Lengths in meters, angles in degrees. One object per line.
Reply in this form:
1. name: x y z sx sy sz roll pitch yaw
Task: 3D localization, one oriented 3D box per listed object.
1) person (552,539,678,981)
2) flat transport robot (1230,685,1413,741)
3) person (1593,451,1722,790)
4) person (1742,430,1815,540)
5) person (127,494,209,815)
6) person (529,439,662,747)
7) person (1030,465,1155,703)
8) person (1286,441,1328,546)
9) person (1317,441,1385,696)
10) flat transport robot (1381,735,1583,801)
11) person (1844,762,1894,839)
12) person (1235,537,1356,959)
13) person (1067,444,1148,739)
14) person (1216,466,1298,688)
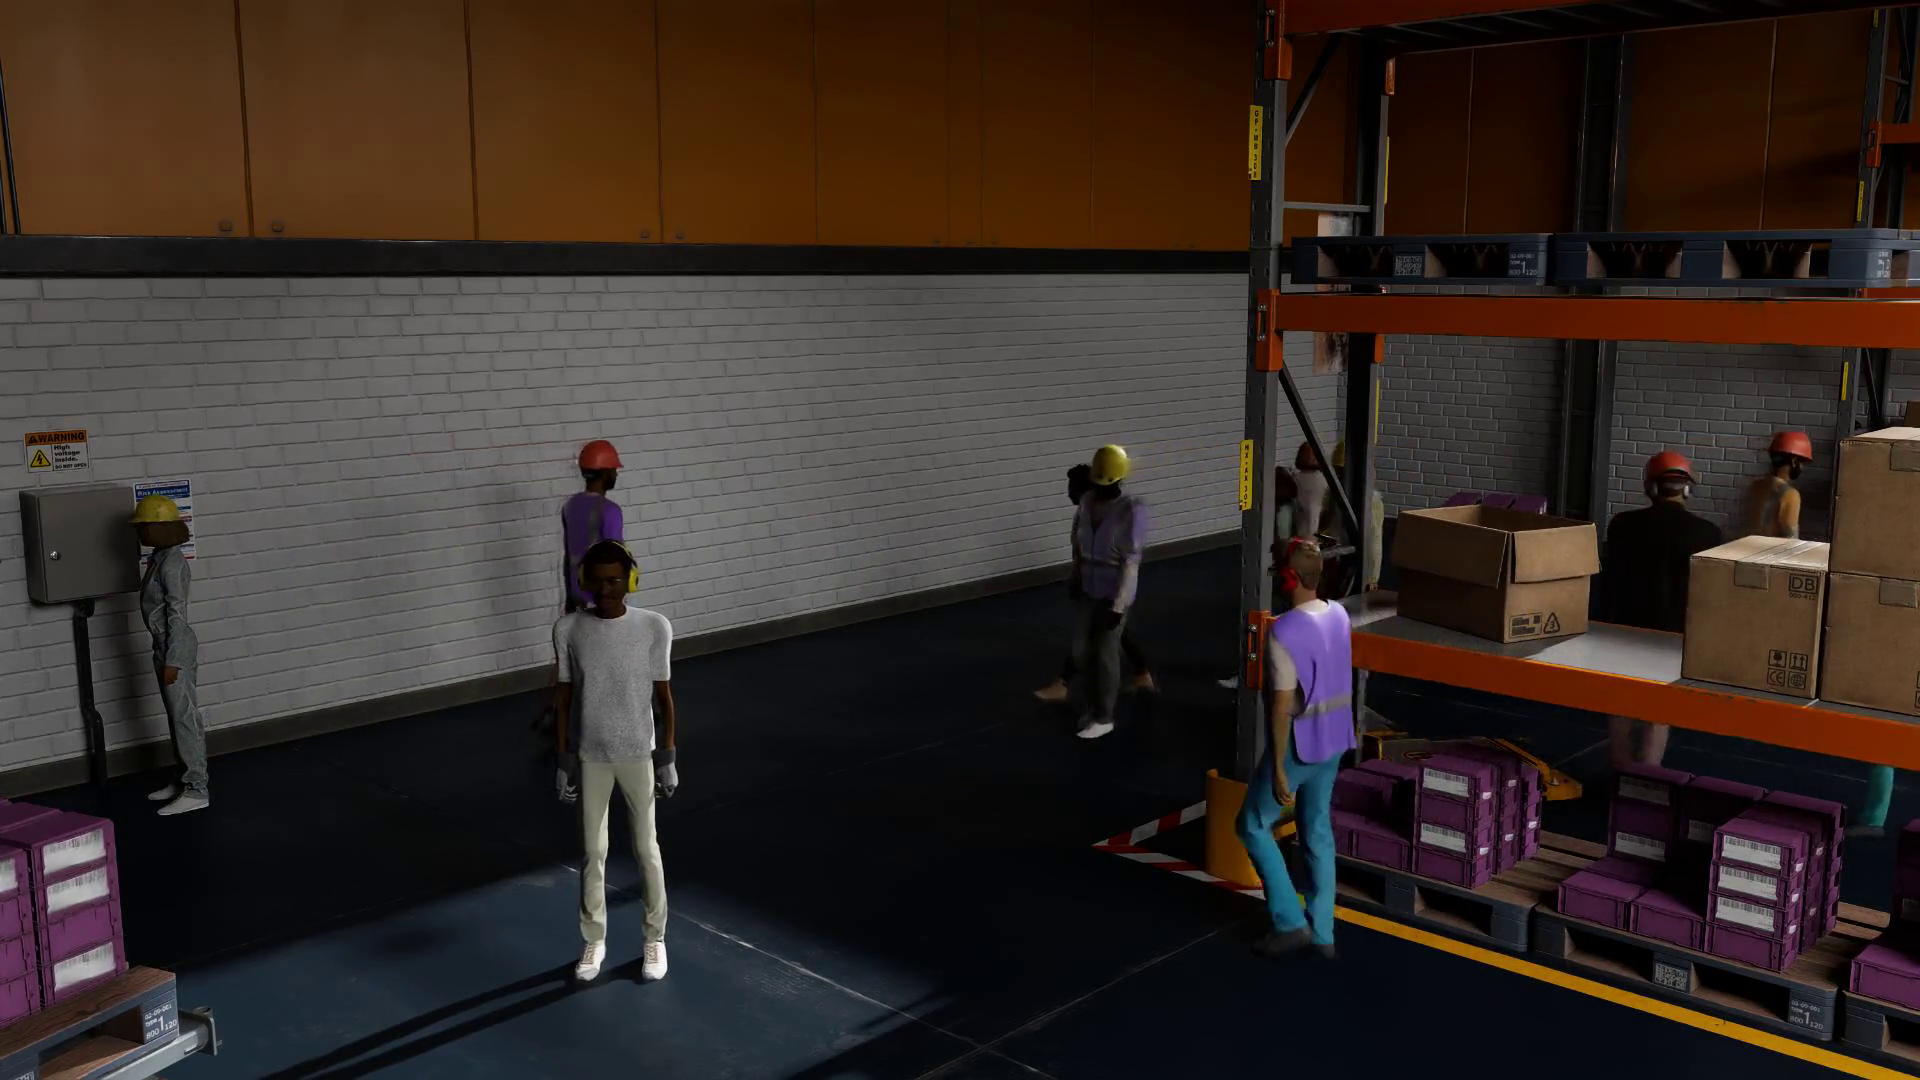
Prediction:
1. person: -1.433 0.909 6.901 0.514 1.861 0.316 0 9 -2
2. flat transport robot: 2.222 1.144 10.308 0.652 0.197 1.431 -2 9 -10
3. person: 3.822 0.491 9.187 0.633 1.943 0.692 3 10 17
4. person: 5.229 0.223 10.976 0.693 1.904 0.555 1 9 4
5. person: -4.314 0.615 9.054 0.296 1.744 0.487 -6 11 -32
6. person: -2.309 0.329 10.340 0.932 1.909 0.561 -8 12 -41
7. person: 0.943 0.302 11.285 0.883 1.642 0.539 -1 9 -6
8. person: 2.737 0.007 13.224 0.497 1.598 0.826 7 12 38
9. person: 2.633 0.203 11.400 0.414 1.814 0.700 -3 10 -20
10. flat transport robot: 2.674 1.300 9.351 1.431 0.197 0.652 -2 9 -10
11. person: 4.872 0.698 8.513 0.606 1.748 0.537 4 10 24
12. person: 1.443 0.896 7.081 0.576 1.829 0.459 -8 13 -42
13. person: 0.886 0.333 10.362 0.464 1.885 0.634 -8 12 -41
14. person: 2.276 0.277 11.591 0.849 1.592 0.489 4 10 21
